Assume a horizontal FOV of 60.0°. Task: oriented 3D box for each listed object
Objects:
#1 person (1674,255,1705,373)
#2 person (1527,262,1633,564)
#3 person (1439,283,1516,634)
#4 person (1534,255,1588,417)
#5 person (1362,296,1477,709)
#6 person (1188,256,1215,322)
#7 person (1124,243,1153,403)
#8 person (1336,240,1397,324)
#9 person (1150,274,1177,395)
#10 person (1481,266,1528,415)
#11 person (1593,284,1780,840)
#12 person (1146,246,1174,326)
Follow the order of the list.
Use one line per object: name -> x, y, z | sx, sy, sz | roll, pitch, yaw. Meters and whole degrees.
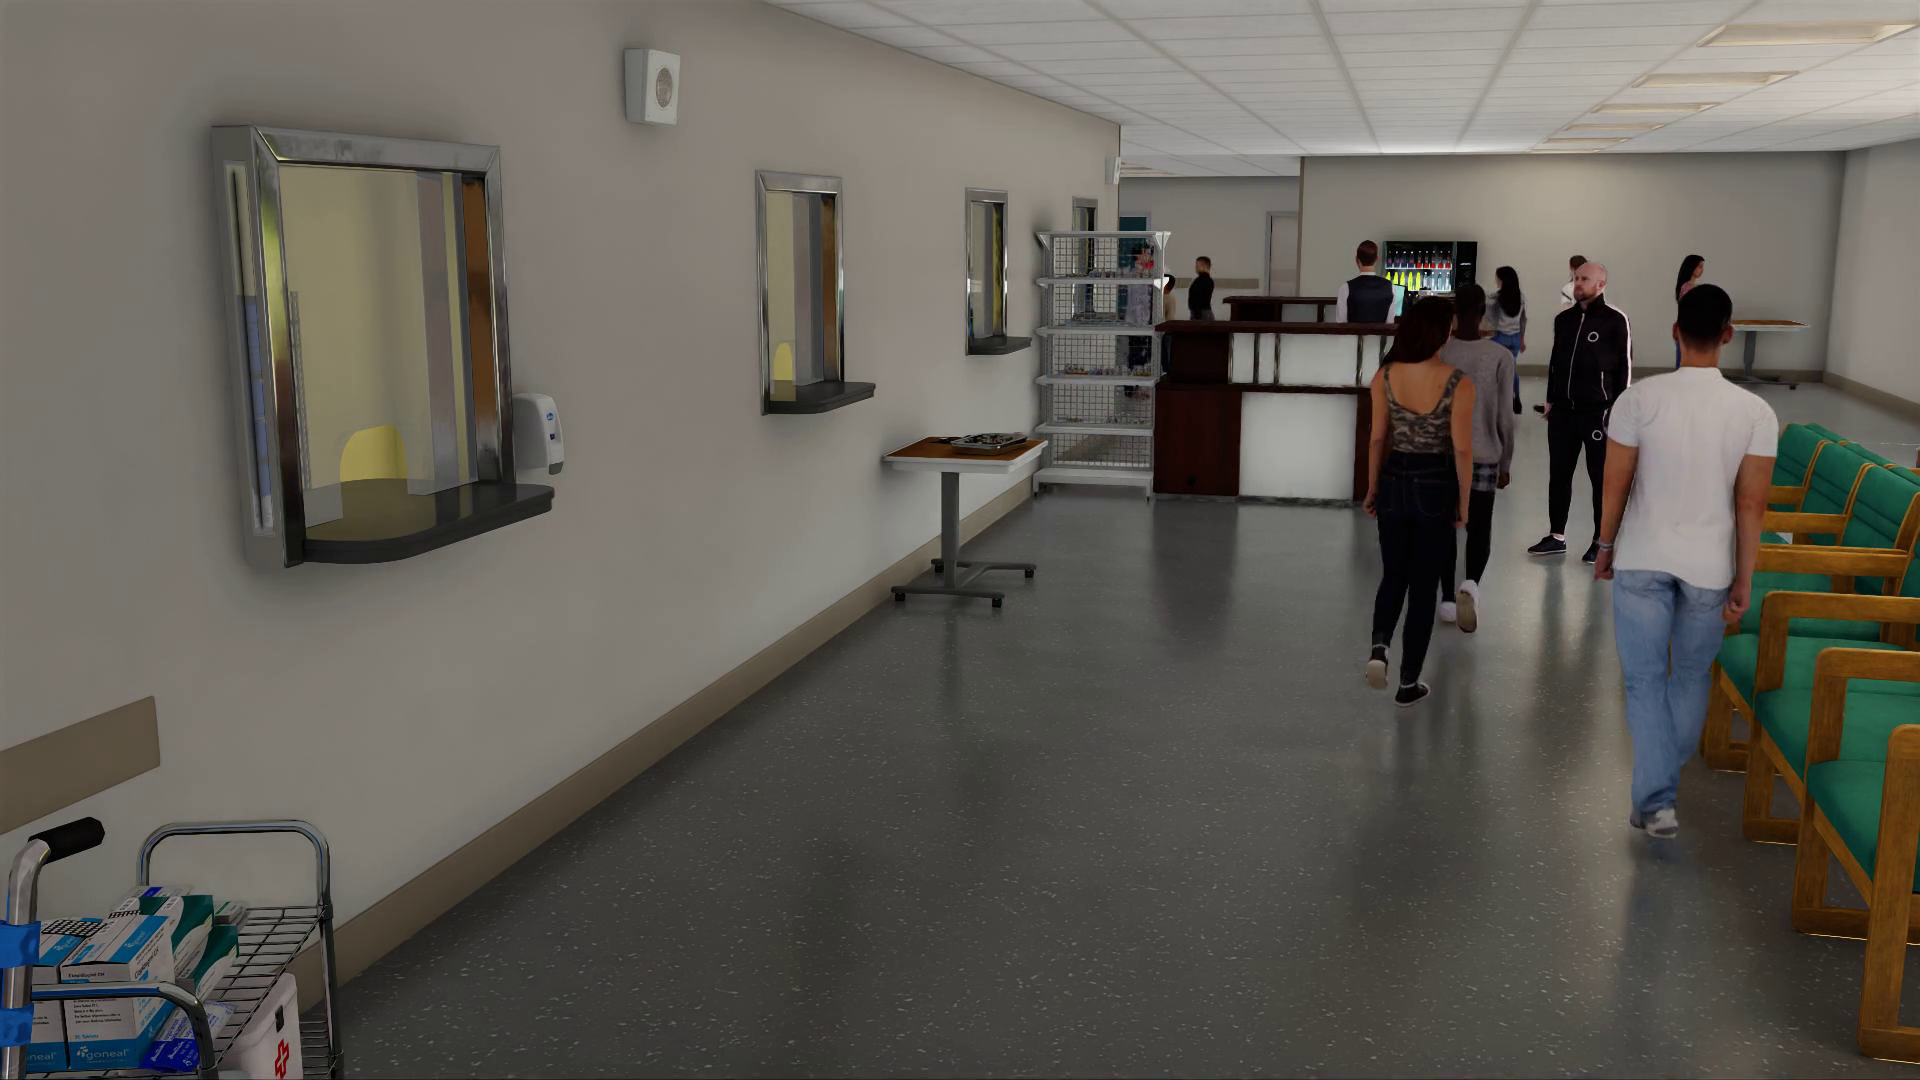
person -> 7.951, -2.255, 18.220 | 0.601, 1.741, 0.631 | 7, 13, 31
person -> 3.851, -0.787, 10.238 | 0.831, 1.835, 0.733 | -8, 14, -38
person -> 2.522, -0.383, 8.325 | 1.008, 1.753, 0.690 | 3, 11, 16
person -> 6.346, -2.014, 17.025 | 1.064, 1.715, 0.959 | -3, 11, -13
person -> 1.891, -0.137, 7.006 | 0.794, 1.761, 0.826 | 8, 13, 36
person -> 3.094, -2.673, 20.737 | 1.134, 1.625, 0.913 | 9, 14, 41
person -> 2.001, -2.527, 19.405 | 0.594, 1.836, 0.685 | 3, 11, 14
person -> 3.328, -1.489, 13.667 | 0.577, 1.935, 0.756 | 1, 11, 3
person -> 2.509, -2.496, 20.237 | 0.565, 1.463, 0.600 | 6, 12, 28
person -> 5.890, -2.128, 17.902 | 0.778, 1.612, 0.850 | -3, 11, -14
person -> 2.394, 0.109, 5.559 | 1.070, 1.818, 0.726 | 3, 11, 15
person -> 2.841, -3.454, 24.577 | 1.004, 1.729, 0.937 | 8, 13, 36
